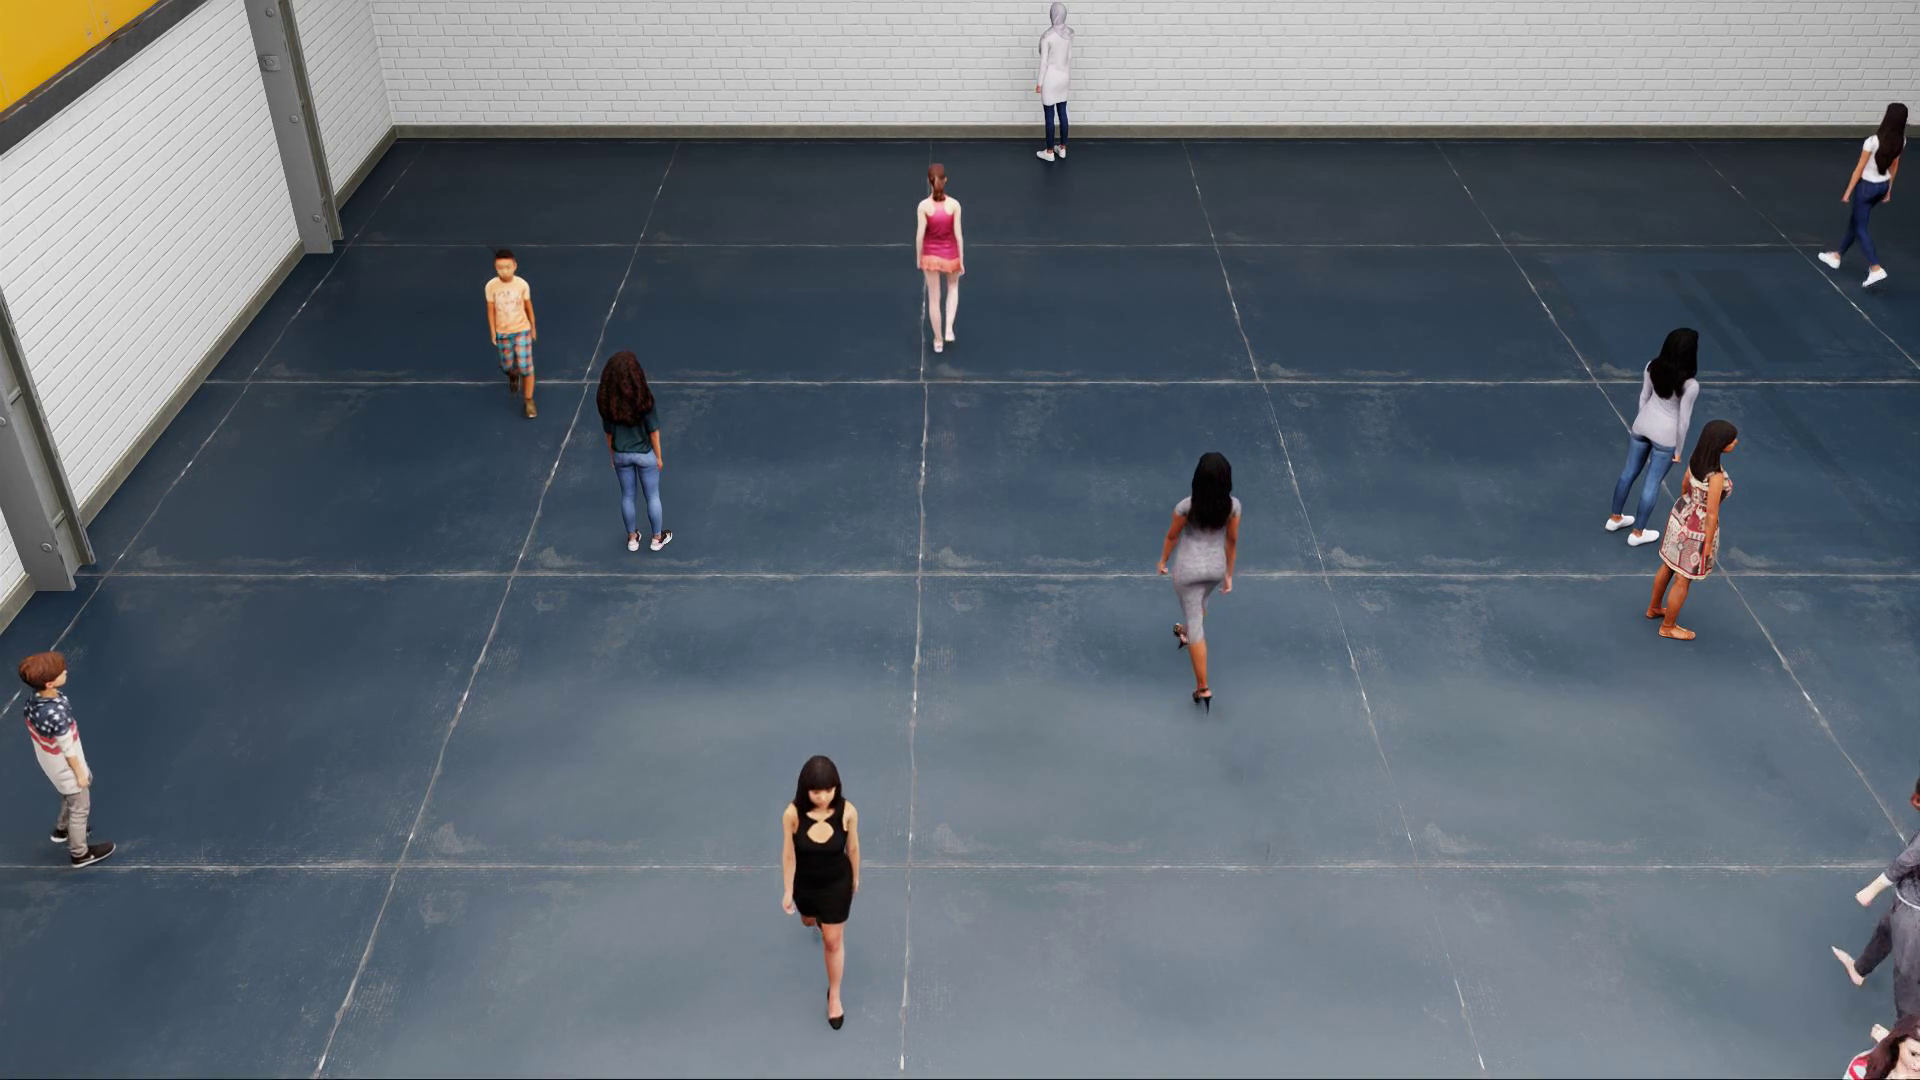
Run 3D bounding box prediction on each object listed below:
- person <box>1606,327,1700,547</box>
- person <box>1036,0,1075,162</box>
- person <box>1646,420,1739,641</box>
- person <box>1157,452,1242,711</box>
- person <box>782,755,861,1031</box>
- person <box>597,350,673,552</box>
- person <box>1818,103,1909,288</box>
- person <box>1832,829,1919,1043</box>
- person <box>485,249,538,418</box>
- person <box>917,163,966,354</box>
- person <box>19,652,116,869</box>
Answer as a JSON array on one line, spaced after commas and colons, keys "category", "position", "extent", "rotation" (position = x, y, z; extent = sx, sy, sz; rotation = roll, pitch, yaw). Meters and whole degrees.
[{"category": "person", "position": [5.114, -0.770, 12.247], "extent": [0.735, 1.735, 0.629], "rotation": [-19, 38, -26]}, {"category": "person", "position": [1.084, -5.203, 18.879], "extent": [0.691, 1.775, 0.708], "rotation": [-20, 39, -28]}, {"category": "person", "position": [4.977, -0.089, 11.303], "extent": [0.712, 1.645, 0.464], "rotation": [-1, 34, -2]}, {"category": "person", "position": [1.554, 0.296, 10.647], "extent": [0.730, 1.730, 1.142], "rotation": [-5, 34, -8]}, {"category": "person", "position": [-0.728, 1.720, 8.600], "extent": [0.569, 1.624, 0.997], "rotation": [-2, 34, -2]}, {"category": "person", "position": [-2.380, -0.642, 12.160], "extent": [0.611, 1.617, 0.607], "rotation": [3, 34, 4]}, {"category": "person", "position": [8.852, -3.308, 16.054], "extent": [0.828, 1.747, 1.187], "rotation": [-10, 35, -15]}, {"category": "person", "position": [4.845, 1.890, 8.241], "extent": [0.796, 1.738, 1.034], "rotation": [-11, 35, -16]}, {"category": "person", "position": [-3.771, -1.780, 14.022], "extent": [0.635, 1.451, 0.839], "rotation": [-7, 34, -11]}, {"category": "person", "position": [-0.173, -2.465, 14.786], "extent": [0.584, 1.746, 0.605], "rotation": [-1, 34, -1]}, {"category": "person", "position": [-5.141, 1.253, 9.484], "extent": [0.684, 1.424, 0.741], "rotation": [26, 42, 33]}]
